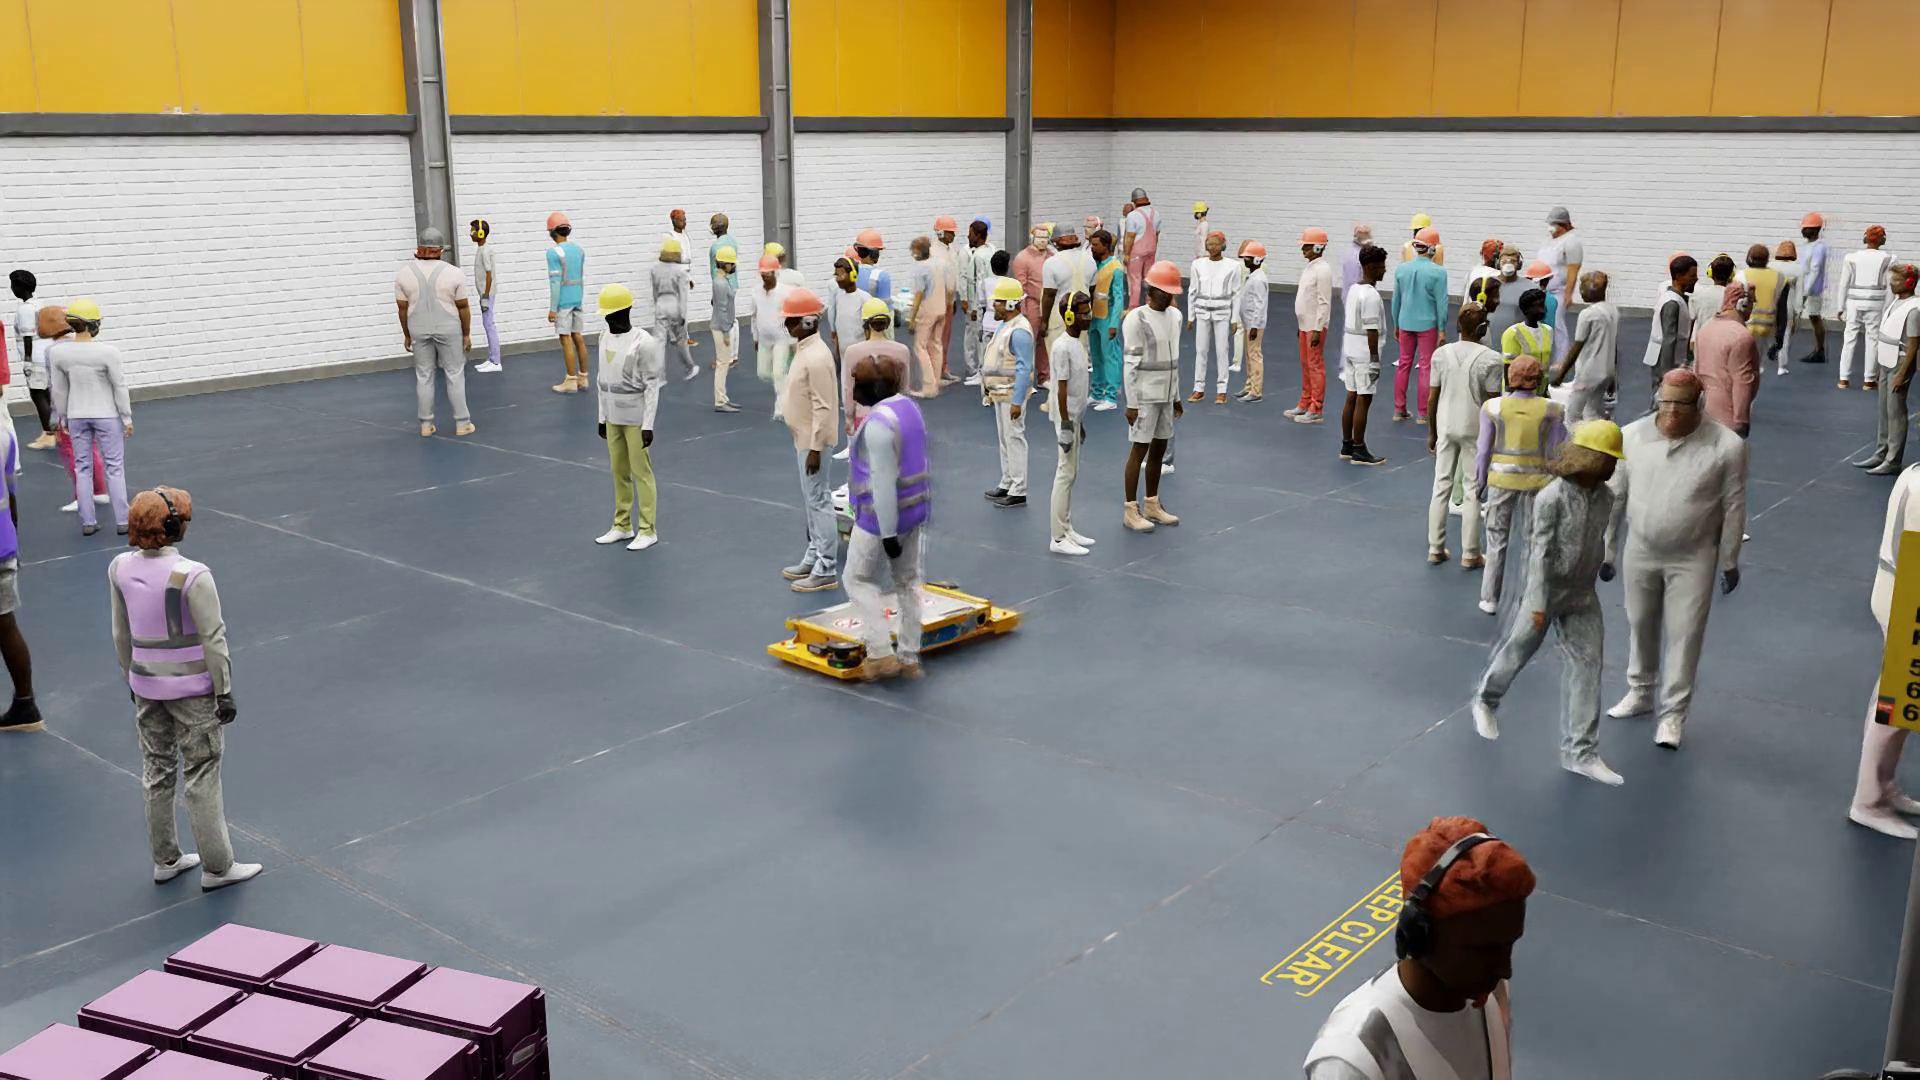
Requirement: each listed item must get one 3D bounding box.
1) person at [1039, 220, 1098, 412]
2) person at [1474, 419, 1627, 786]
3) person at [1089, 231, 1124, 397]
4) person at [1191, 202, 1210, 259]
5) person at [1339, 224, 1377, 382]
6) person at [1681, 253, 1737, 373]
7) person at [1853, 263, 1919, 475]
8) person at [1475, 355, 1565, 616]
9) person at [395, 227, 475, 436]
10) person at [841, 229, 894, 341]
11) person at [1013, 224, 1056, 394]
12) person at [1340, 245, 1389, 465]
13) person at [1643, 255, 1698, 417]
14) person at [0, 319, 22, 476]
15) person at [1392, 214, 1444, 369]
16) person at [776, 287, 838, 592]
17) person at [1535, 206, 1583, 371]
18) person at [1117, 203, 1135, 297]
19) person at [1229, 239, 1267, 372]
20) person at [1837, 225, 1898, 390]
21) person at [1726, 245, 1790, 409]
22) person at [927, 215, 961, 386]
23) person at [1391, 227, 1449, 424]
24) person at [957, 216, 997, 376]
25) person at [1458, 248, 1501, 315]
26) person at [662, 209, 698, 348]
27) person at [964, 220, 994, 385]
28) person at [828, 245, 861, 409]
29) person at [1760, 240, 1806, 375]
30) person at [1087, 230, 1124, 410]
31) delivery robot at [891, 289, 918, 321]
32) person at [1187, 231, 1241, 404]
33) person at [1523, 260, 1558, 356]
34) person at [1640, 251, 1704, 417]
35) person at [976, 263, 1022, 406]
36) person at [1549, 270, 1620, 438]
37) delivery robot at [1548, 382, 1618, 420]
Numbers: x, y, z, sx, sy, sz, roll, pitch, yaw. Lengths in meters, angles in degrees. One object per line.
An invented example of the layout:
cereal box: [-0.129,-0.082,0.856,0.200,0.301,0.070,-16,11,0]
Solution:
person: [1.091,-2.378,17.678,0.678,2.000,0.537,-10,17,-34]
person: [2.851,0.235,7.960,0.498,1.686,0.917,-5,15,-19]
person: [1.671,-2.540,18.718,0.332,1.844,0.508,-2,14,-9]
person: [3.984,-4.709,27.571,0.339,1.761,0.524,1,14,4]
person: [4.774,-2.831,19.856,0.397,1.867,0.783,6,15,23]
person: [6.872,-1.666,15.178,0.533,1.871,0.320,11,18,37]
person: [8.171,-1.484,14.497,0.390,1.847,0.565,3,14,11]
person: [3.447,-0.328,10.298,0.515,1.639,0.315,4,15,16]
person: [-5.136,-2.048,16.358,0.688,2.000,0.536,-1,14,-3]
person: [-0.862,-1.957,15.996,0.607,2.042,0.380,10,17,35]
person: [0.909,-2.634,18.980,0.644,1.905,0.408,-12,18,-40]
person: [3.645,-1.663,14.970,0.367,1.966,0.607,-2,14,-6]
person: [6.132,-1.507,14.444,0.371,1.916,0.597,6,15,22]
person: [-8.438,-1.406,14.403,0.574,1.740,0.348,12,19,41]
person: [5.751,-3.115,20.852,0.388,1.926,0.590,-13,19,-41]
person: [-0.989,-0.658,10.897,0.388,1.994,0.608,-3,14,-12]
person: [7.346,-3.126,20.665,0.536,2.000,0.690,-3,14,-12]
person: [2.993,-5.157,29.600,0.312,1.637,0.520,-11,18,-38]
person: [3.544,-2.900,20.588,0.509,1.632,0.269,-2,14,-9]
person: [10.447,-2.677,19.193,0.577,1.882,0.349,10,17,36]
person: [8.205,-2.177,17.381,0.652,1.787,0.982,1,14,3]
person: [-0.190,-2.805,19.500,0.407,1.986,0.617,6,15,23]
person: [4.706,-2.188,17.007,0.382,1.993,0.622,-13,19,-42]
person: [0.238,-2.968,20.259,0.618,1.933,0.420,-13,19,-41]
person: [6.409,-2.804,20.291,0.870,1.594,0.520,-14,19,-43]
person: [-3.835,-3.576,22.782,0.349,1.882,0.584,5,15,19]
person: [0.246,-2.775,19.511,0.393,1.920,0.591,1,14,5]
person: [-1.130,-2.275,17.847,0.568,1.750,0.342,4,15,16]
person: [10.048,-2.845,20.380,0.502,1.627,0.288,9,17,33]
person: [1.536,-2.358,17.843,0.390,1.920,0.587,-7,16,-27]
delivery robot: [-0.829,-3.583,25.316,0.477,0.478,0.707,-5,15,-18]
person: [2.771,-2.435,18.224,0.584,1.882,0.346,6,15,22]
person: [5.469,-1.785,15.888,0.332,1.749,0.573,11,18,37]
person: [7.376,-2.102,17.176,0.347,1.741,0.564,-8,16,-29]
person: [0.425,-2.276,18.089,0.517,1.637,0.308,-4,15,-16]
person: [5.372,-1.370,14.088,0.519,1.821,0.502,-11,18,-38]
delivery robot: [6.208,-1.417,16.660,0.477,0.478,0.707,-9,16,-30]
